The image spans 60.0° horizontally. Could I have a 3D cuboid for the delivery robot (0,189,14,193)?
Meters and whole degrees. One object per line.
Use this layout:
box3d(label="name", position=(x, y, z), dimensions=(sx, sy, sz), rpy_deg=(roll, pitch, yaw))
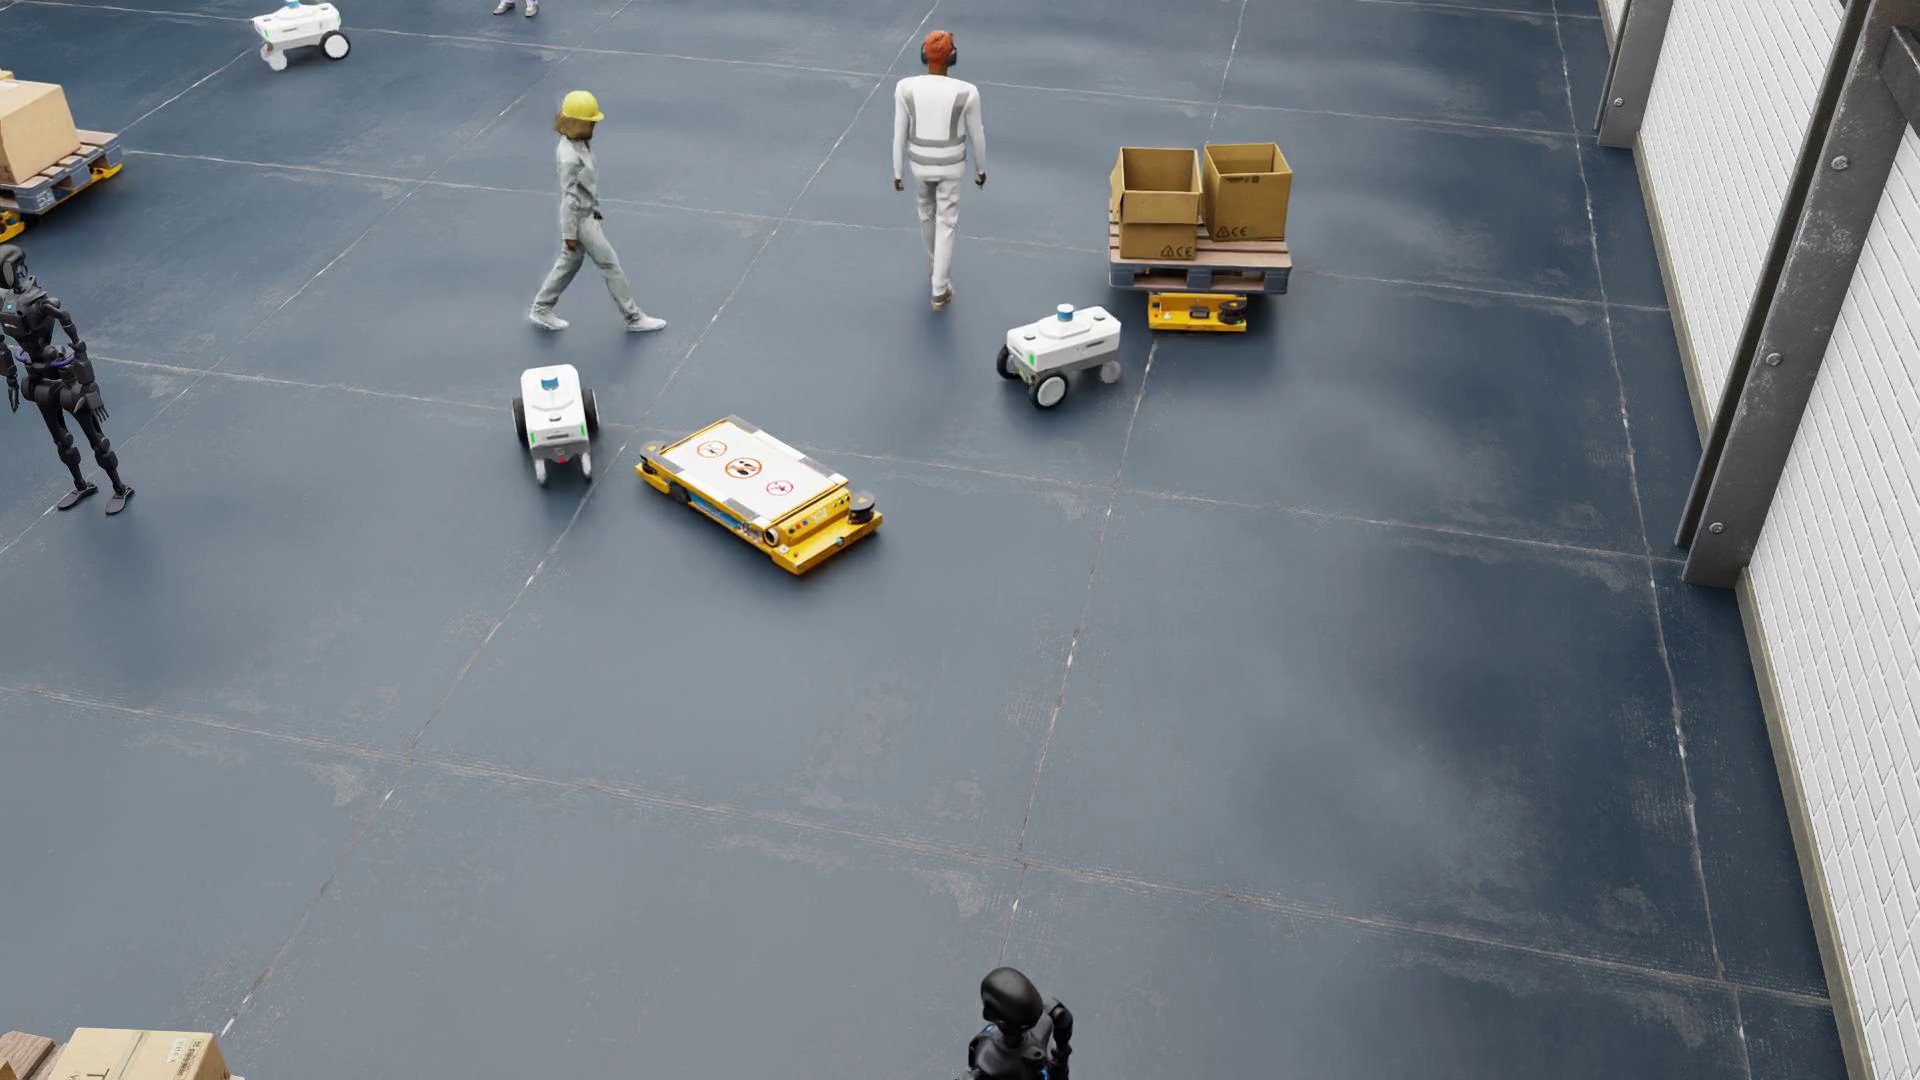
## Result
box3d(label="delivery robot", position=(-7.496, -2.685, 12.586), dimensions=(0.792, 0.611, 0.499), rpy_deg=(31, 46, 34))

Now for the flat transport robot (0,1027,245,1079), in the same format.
box3d(label="flat transport robot", position=(-3.227, 2.506, 5.866), dimensions=(1.431, 0.231, 0.659), rpy_deg=(8, 37, 10))

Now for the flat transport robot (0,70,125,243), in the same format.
box3d(label="flat transport robot", position=(-7.219, -2.689, 12.817), dimensions=(0.659, 0.231, 1.431), rpy_deg=(9, 38, 12))

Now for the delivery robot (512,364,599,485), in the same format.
box3d(label="delivery robot", position=(-2.428, -0.745, 9.982), dimensions=(0.499, 0.601, 0.775), rpy_deg=(-9, 38, -12))

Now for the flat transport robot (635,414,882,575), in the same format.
box3d(label="flat transport robot", position=(-1.182, -0.299, 9.619), dimensions=(1.431, 0.231, 0.659), rpy_deg=(29, 46, 33))

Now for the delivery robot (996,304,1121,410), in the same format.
box3d(label="delivery robot", position=(0.642, -1.205, 10.607), dimensions=(0.811, 0.613, 0.499), rpy_deg=(-18, 40, -23))

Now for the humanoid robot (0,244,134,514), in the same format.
box3d(label="humanoid robot", position=(-5.008, -0.877, 9.204), dimensions=(0.599, 1.657, 0.315), rpy_deg=(8, 37, 10))

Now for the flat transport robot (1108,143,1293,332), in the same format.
box3d(label="flat transport robot", position=(1.641, -1.895, 11.755), dimensions=(0.659, 0.231, 1.431), rpy_deg=(2, 37, 3))

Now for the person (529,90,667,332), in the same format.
box3d(label="person", position=(-2.492, -2.117, 10.856), dimensions=(0.901, 1.685, 0.501), rpy_deg=(-4, 37, -5))

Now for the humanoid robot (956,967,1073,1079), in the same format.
box3d(label="humanoid robot", position=(0.155, 1.963, 5.419), dimensions=(0.462, 1.643, 0.589), rpy_deg=(29, 46, 33))

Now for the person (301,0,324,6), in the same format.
box3d(label="person", position=(-6.123, -5.500, 15.287), dimensions=(0.636, 1.824, 0.469), rpy_deg=(23, 42, 27))

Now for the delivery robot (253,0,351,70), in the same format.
box3d(label="delivery robot", position=(-6.011, -4.652, 15.222), dimensions=(0.802, 0.614, 0.499), rpy_deg=(-23, 42, -27))

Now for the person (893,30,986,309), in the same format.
box3d(label="person", position=(-0.115, -2.576, 11.349), dimensions=(0.606, 1.846, 0.882), rpy_deg=(8, 37, 10))

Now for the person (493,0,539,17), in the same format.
box3d(label="person", position=(-4.324, -5.948, 15.861), dimensions=(0.565, 1.846, 0.390), rpy_deg=(8, 37, 10))
